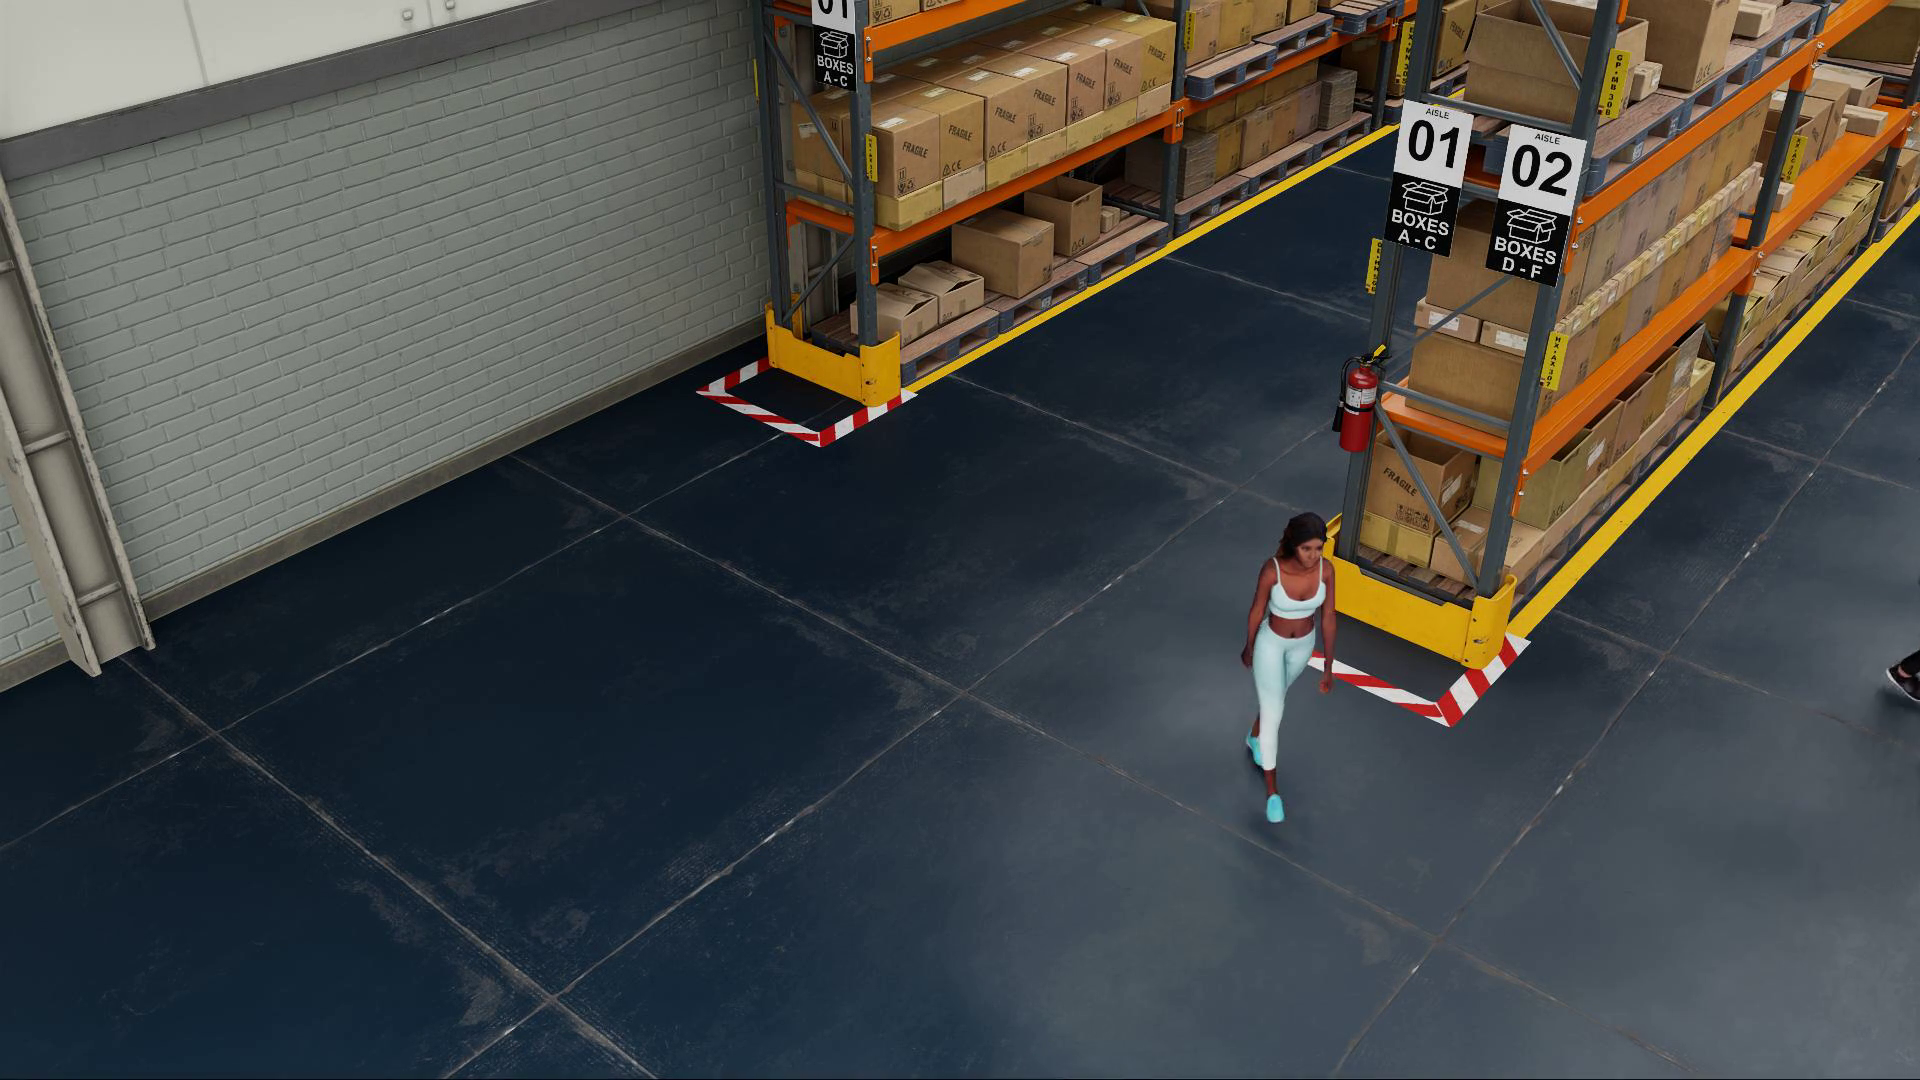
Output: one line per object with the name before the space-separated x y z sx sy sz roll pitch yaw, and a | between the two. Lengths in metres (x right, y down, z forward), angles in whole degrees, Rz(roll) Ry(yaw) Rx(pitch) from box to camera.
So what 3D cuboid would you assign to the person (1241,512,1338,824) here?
person | 1.666 0.537 8.668 0.994 1.689 1.029 -3 33 -5
